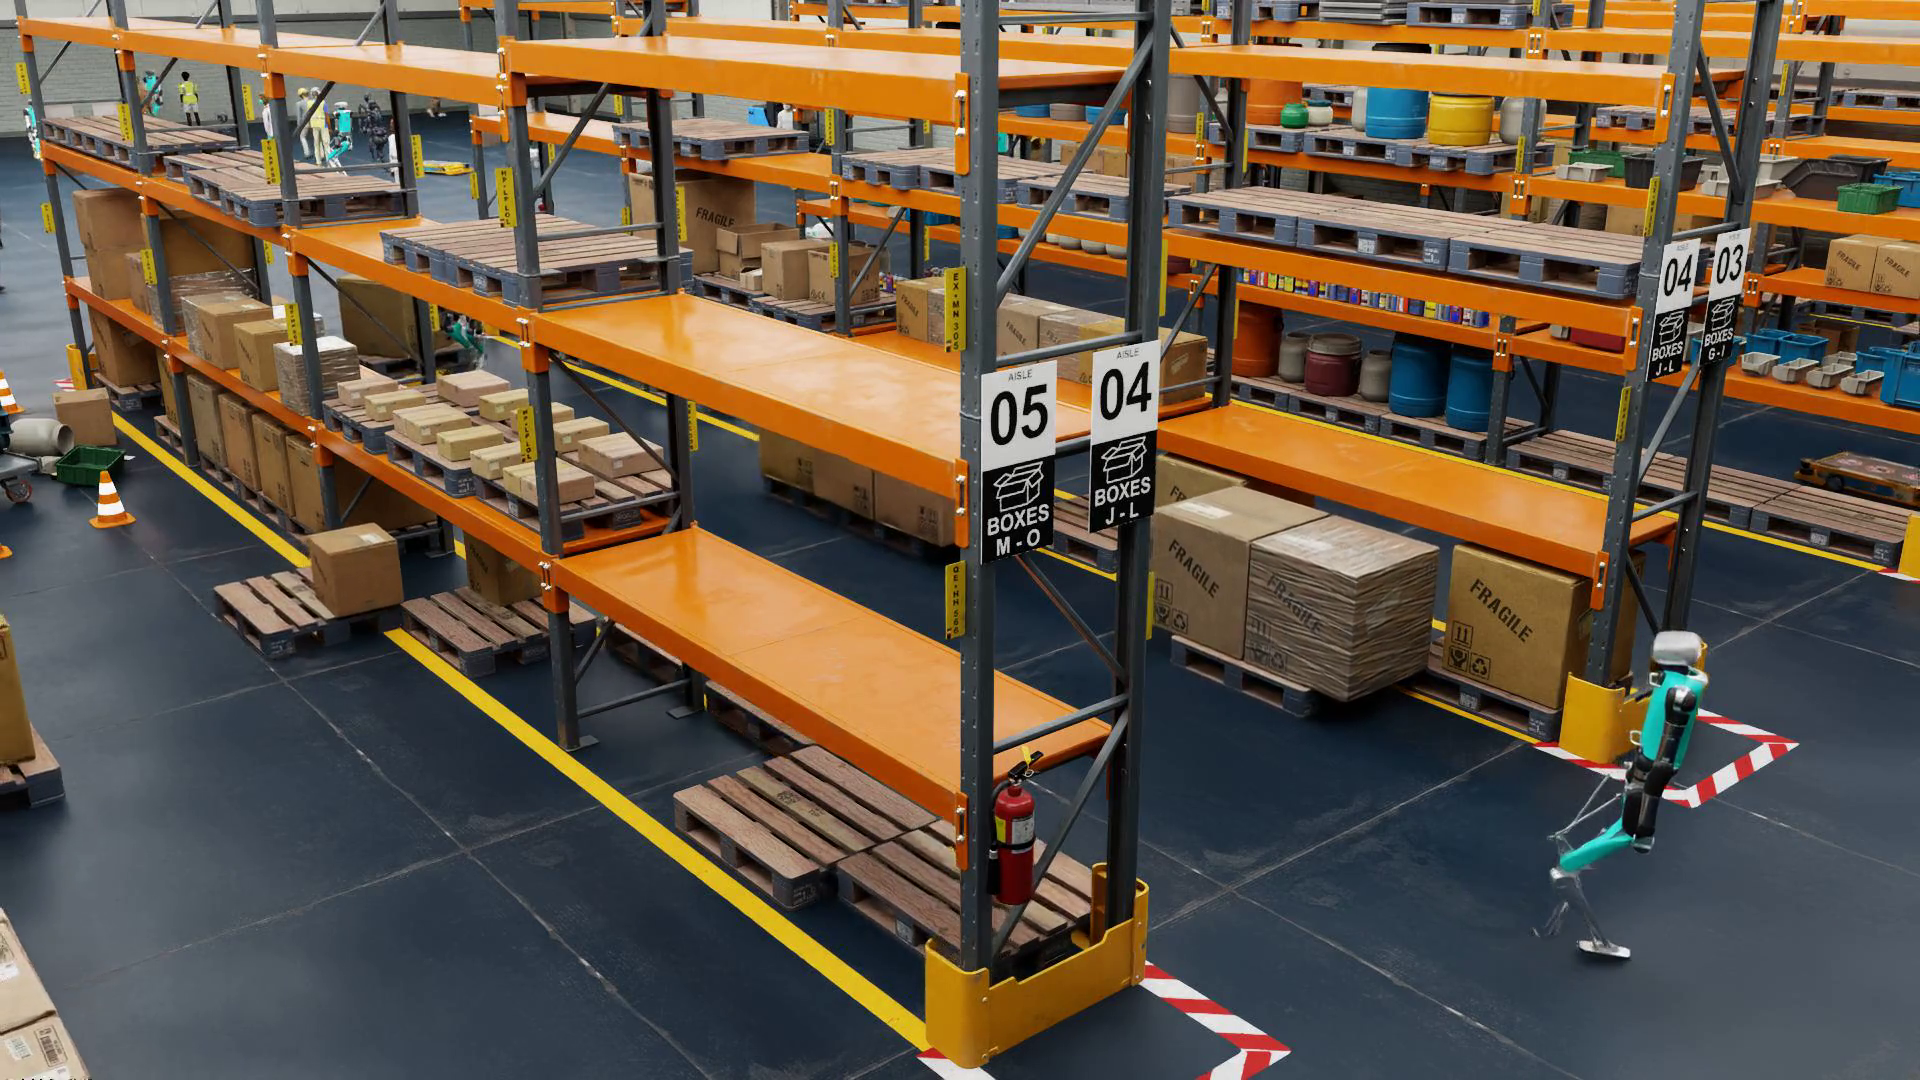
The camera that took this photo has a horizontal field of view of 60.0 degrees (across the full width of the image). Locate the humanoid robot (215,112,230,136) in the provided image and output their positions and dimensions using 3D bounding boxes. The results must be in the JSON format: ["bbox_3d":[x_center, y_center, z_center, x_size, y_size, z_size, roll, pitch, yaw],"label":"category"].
[{"bbox_3d":[-15.595,-8.227,35.224,0.347,1.638,0.601,-2,19,-5],"label":"humanoid robot"}]

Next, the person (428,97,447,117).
[{"bbox_3d":[-16.296,-14.064,51.569,0.627,1.873,0.521,-18,26,-41],"label":"person"}]

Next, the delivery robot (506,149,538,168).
[{"bbox_3d":[-10.270,-8.970,39.055,0.499,0.610,0.788,7,21,20],"label":"delivery robot"}]

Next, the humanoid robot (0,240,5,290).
[{"bbox_3d":[-14.608,-4.523,24.807,0.807,1.629,0.611,10,22,27],"label":"humanoid robot"}]

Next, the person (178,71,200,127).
[{"bbox_3d":[-21.733,-12.346,46.918,0.318,1.696,0.532,17,26,41],"label":"person"}]

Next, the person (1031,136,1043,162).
[{"bbox_3d":[1.443,-6.713,30.829,0.571,1.735,0.441,-4,20,-12],"label":"person"}]

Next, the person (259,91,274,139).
[{"bbox_3d":[-15.465,-9.111,37.402,0.354,1.908,0.491,-13,23,-32],"label":"person"}]

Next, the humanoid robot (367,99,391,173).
[{"bbox_3d":[-13.373,-9.294,38.275,0.388,1.641,0.587,4,20,13],"label":"humanoid robot"}]

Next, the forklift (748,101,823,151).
[{"bbox_3d":[-4.526,-11.368,42.374,1.129,2.768,1.873,-15,24,-37],"label":"forklift"}]

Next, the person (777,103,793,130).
[{"bbox_3d":[-3.736,-8.777,36.467,0.570,1.893,0.374,2,19,6],"label":"person"}]

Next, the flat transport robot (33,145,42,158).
[{"bbox_3d":[-22.816,-9.725,41.614,0.659,0.231,1.431,-10,22,-26],"label":"flat transport robot"}]

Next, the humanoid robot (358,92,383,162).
[{"bbox_3d":[-14.273,-10.005,40.291,0.610,1.637,0.502,-3,20,-8],"label":"humanoid robot"}]

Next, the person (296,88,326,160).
[{"bbox_3d":[-15.901,-10.138,40.609,0.610,1.710,0.691,-16,25,-39],"label":"person"}]

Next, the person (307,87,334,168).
[{"bbox_3d":[-14.884,-9.556,38.688,0.533,1.893,0.399,3,20,7],"label":"person"}]

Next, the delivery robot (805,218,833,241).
[{"bbox_3d":[-2.311,-5.125,28.120,0.815,0.614,0.499,-16,25,-38],"label":"delivery robot"}]

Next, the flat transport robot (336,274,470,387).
[{"bbox_3d":[-6.498,-1.936,19.445,0.659,0.231,1.431,-18,26,-41],"label":"flat transport robot"}]

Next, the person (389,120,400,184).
[{"bbox_3d":[-10.524,-6.984,31.382,0.573,1.881,0.356,11,22,29],"label":"person"}]

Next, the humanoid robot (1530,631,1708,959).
[{"bbox_3d":[3.137,1.320,8.136,0.761,1.899,0.546,7,21,20],"label":"humanoid robot"}]

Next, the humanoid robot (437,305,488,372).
[{"bbox_3d":[-5.458,-2.403,18.564,0.605,1.777,0.856,6,20,17],"label":"humanoid robot"}]

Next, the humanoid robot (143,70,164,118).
[{"bbox_3d":[-22.563,-12.161,46.332,0.554,1.782,0.727,5,20,13],"label":"humanoid robot"}]

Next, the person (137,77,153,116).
[{"bbox_3d":[-21.360,-11.169,43.364,0.687,1.836,0.782,9,21,23],"label":"person"}]

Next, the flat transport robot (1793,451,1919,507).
[{"bbox_3d":[8.621,-0.536,15.461,0.659,0.231,1.431,-13,23,-33],"label":"flat transport robot"}]

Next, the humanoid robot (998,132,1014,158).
[{"bbox_3d":[0.877,-7.450,32.902,0.552,1.766,0.782,8,21,22],"label":"humanoid robot"}]

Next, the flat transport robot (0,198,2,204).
[{"bbox_3d":[-19.131,-6.250,31.724,0.659,0.231,1.431,-1,19,-3],"label":"flat transport robot"}]

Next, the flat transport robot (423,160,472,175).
[{"bbox_3d":[-12.047,-8.586,38.371,1.431,0.231,0.659,9,21,24],"label":"flat transport robot"}]

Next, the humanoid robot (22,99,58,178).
[{"bbox_3d":[-20.408,-8.855,36.934,0.555,1.768,0.822,-9,21,-24],"label":"humanoid robot"}]

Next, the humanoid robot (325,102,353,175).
[{"bbox_3d":[-13.587,-8.699,36.271,0.735,1.681,0.533,7,21,20],"label":"humanoid robot"}]

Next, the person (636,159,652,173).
[{"bbox_3d":[-5.285,-5.838,28.048,0.621,1.923,0.711,7,21,19],"label":"person"}]
